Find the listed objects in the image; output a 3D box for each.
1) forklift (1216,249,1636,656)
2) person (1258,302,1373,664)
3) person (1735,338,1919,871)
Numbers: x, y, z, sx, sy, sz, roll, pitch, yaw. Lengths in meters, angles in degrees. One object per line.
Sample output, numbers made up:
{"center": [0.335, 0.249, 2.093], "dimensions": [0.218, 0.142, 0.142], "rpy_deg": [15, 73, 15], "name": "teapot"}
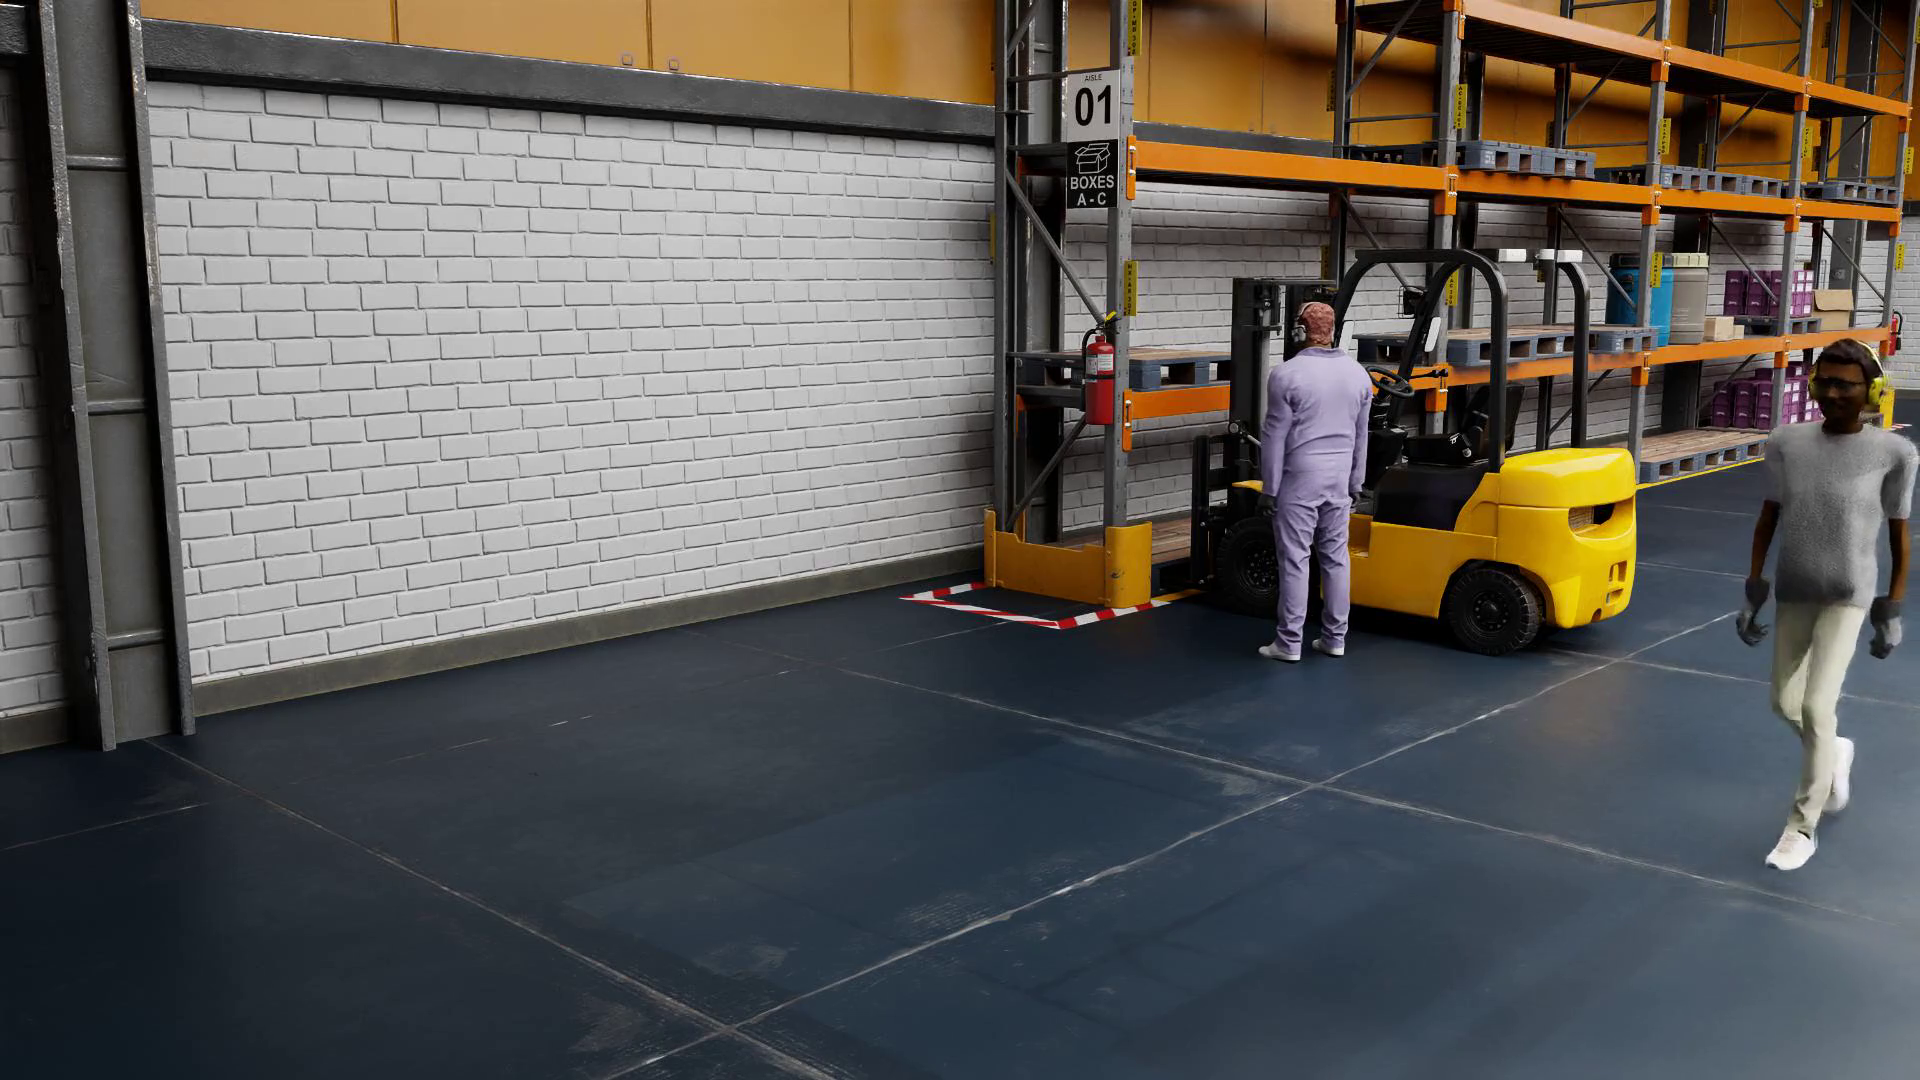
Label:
{"center": [2.710, -0.584, 9.626], "dimensions": [2.313, 2.155, 1.214], "rpy_deg": [9, 13, 43], "name": "forklift"}
{"center": [1.850, -0.302, 8.806], "dimensions": [0.640, 1.900, 0.404], "rpy_deg": [-5, 10, -26], "name": "person"}
{"center": [3.088, 0.198, 5.921], "dimensions": [0.785, 1.845, 0.526], "rpy_deg": [-8, 12, -42], "name": "person"}
